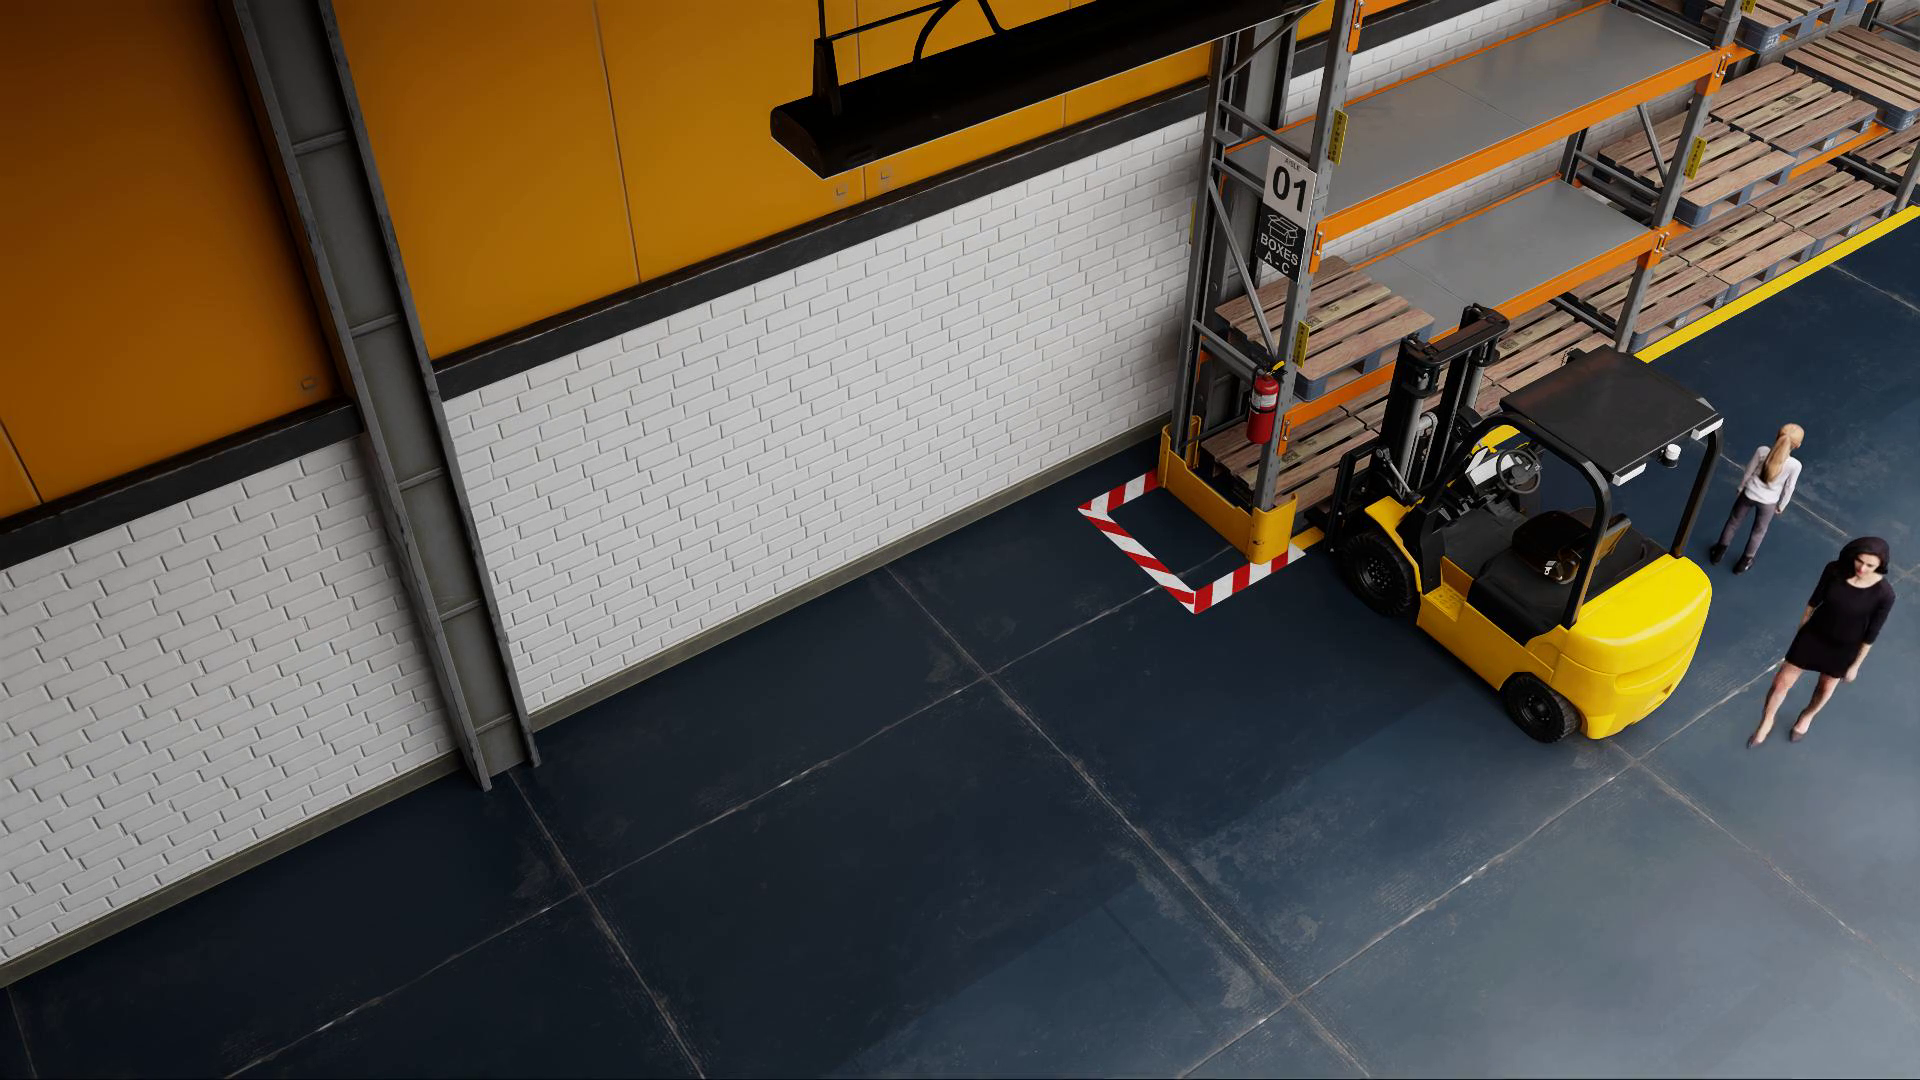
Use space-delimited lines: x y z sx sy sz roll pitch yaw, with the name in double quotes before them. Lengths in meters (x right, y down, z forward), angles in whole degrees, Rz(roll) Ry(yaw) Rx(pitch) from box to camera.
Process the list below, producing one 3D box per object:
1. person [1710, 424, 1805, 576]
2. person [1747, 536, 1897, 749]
"person" 5.576 -0.296 11.606 0.541 1.277 0.557 28 50 26
"person" 5.418 0.615 10.282 0.669 1.784 0.771 34 53 30
